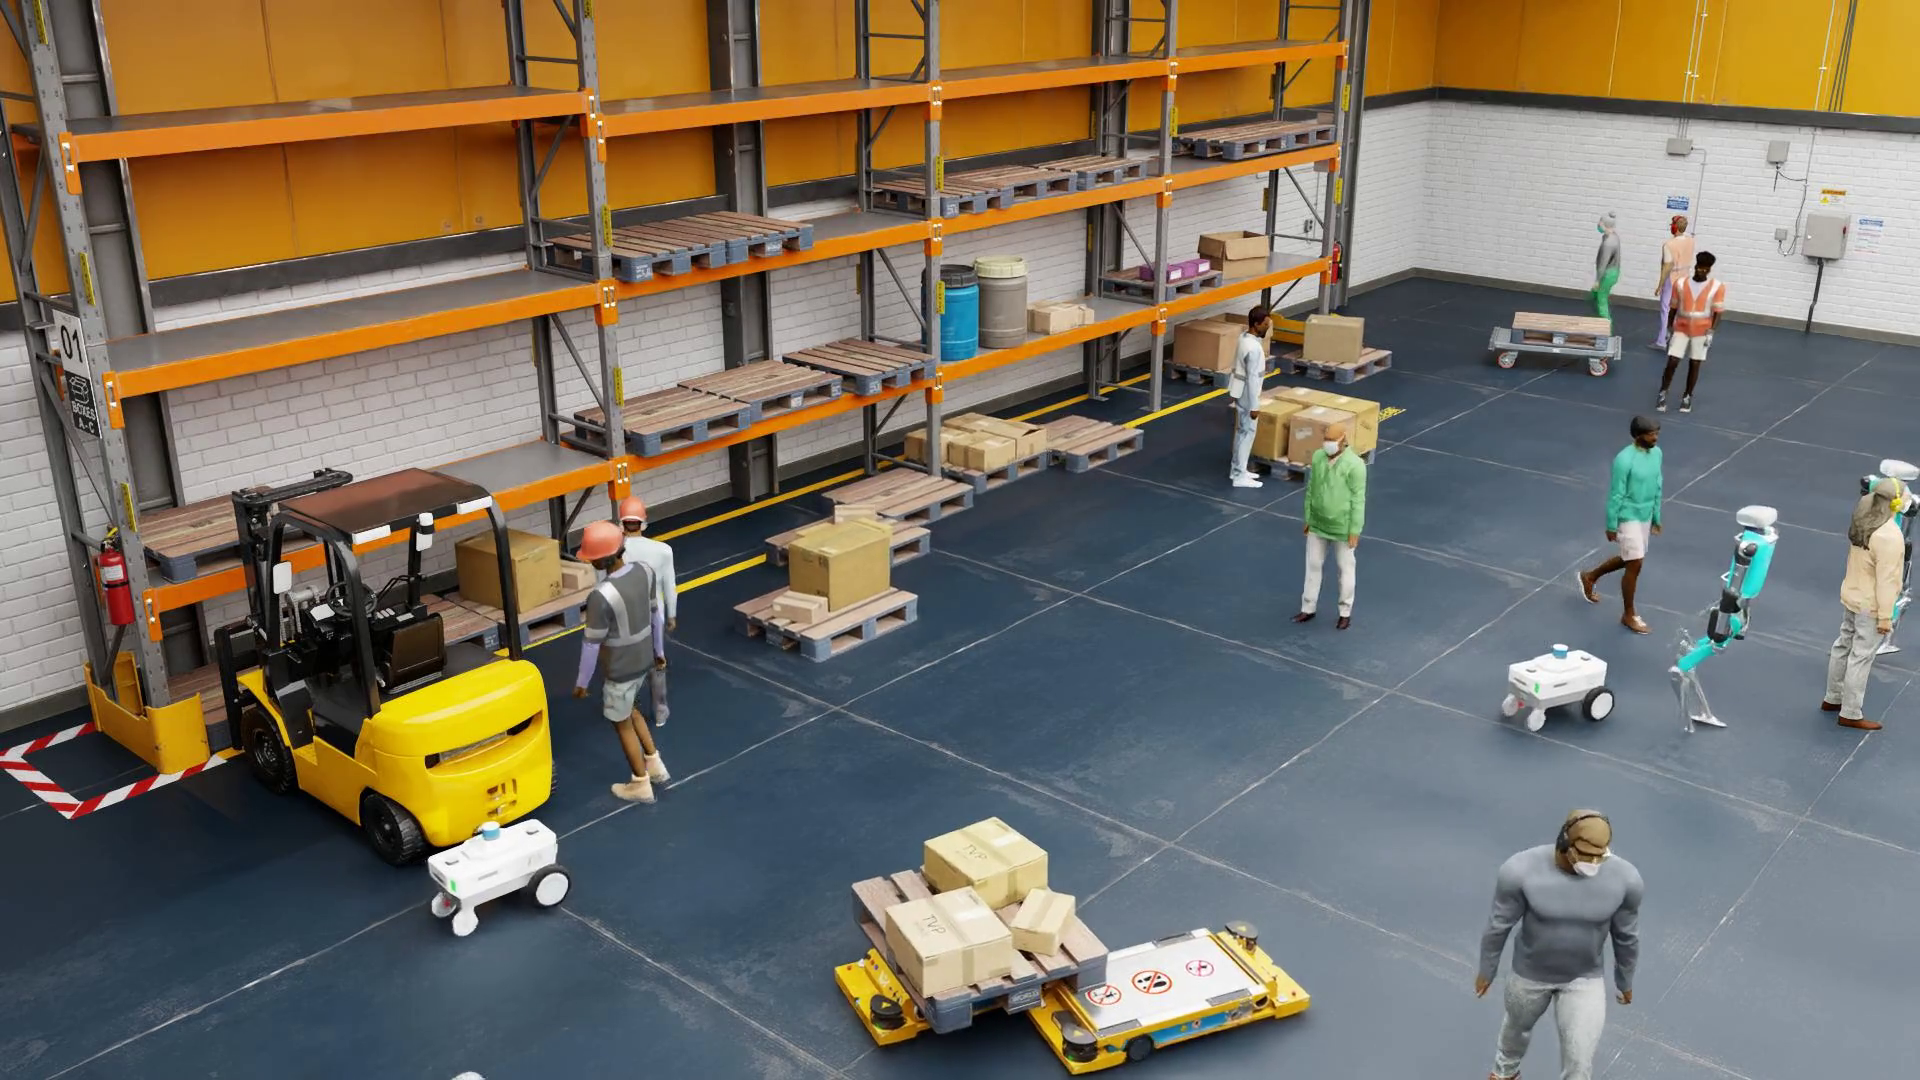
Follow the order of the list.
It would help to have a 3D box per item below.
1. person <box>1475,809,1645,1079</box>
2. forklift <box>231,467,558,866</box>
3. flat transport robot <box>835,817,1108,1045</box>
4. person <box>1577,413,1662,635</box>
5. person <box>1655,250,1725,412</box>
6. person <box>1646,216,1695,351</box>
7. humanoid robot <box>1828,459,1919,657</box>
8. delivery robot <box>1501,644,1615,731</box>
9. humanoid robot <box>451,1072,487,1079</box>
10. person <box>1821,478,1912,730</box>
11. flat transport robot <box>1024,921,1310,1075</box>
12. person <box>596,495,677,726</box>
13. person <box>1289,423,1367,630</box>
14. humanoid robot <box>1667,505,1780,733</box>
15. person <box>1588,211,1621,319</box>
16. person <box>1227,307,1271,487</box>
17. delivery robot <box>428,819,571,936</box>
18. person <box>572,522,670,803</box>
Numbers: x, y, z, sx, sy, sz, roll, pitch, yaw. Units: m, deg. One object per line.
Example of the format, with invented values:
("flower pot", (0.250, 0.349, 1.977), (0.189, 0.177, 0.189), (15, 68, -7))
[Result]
("person", (2.773, 2.033, 7.708), (0.702, 1.887, 0.960), (5, 21, 12))
("forklift", (-3.730, 0.710, 10.856), (2.313, 2.155, 1.214), (17, 26, 38))
("flat transport robot", (0.088, 2.352, 9.179), (1.431, 0.231, 0.659), (-9, 22, -23))
("person", (5.553, -0.192, 13.832), (0.502, 1.820, 0.797), (-13, 24, -31))
("person", (8.723, -2.469, 19.826), (0.624, 1.939, 0.511), (11, 23, 27))
("person", (9.764, -3.504, 22.767), (0.563, 1.847, 0.392), (-11, 23, -28))
("humanoid robot", (7.239, 0.197, 12.880), (0.987, 1.728, 0.557), (-5, 21, -14))
("delivery robot", (4.390, 1.058, 12.259), (0.769, 0.587, 0.499), (-9, 22, -23))
("humanoid robot", (-1.923, 2.833, 5.834), (0.530, 1.772, 1.033), (13, 24, 32))
("person", (6.550, 0.448, 12.020), (0.409, 1.877, 0.554), (1, 20, 3))
("flat transport robot", (1.095, 2.443, 8.933), (1.431, 0.231, 0.659), (-9, 22, -22))
("person", (-2.328, 0.522, 12.010), (0.572, 1.742, 0.352), (-4, 21, -10))
("person", (3.062, -0.111, 13.703), (0.541, 1.770, 0.483), (17, 26, 39))
("humanoid robot", (5.360, 0.575, 11.882), (0.670, 1.799, 0.531), (19, 27, 41))
("person", (9.030, -3.715, 23.356), (0.458, 1.830, 0.540), (11, 23, 28))
("person", (2.979, -1.479, 17.203), (0.408, 1.906, 0.596), (0, 20, 0))
("delivery robot", (-2.734, 1.948, 9.866), (0.777, 0.598, 0.499), (-17, 26, -39))
("person", (-2.228, 0.800, 10.862), (0.446, 2.014, 0.640), (8, 22, 20))
